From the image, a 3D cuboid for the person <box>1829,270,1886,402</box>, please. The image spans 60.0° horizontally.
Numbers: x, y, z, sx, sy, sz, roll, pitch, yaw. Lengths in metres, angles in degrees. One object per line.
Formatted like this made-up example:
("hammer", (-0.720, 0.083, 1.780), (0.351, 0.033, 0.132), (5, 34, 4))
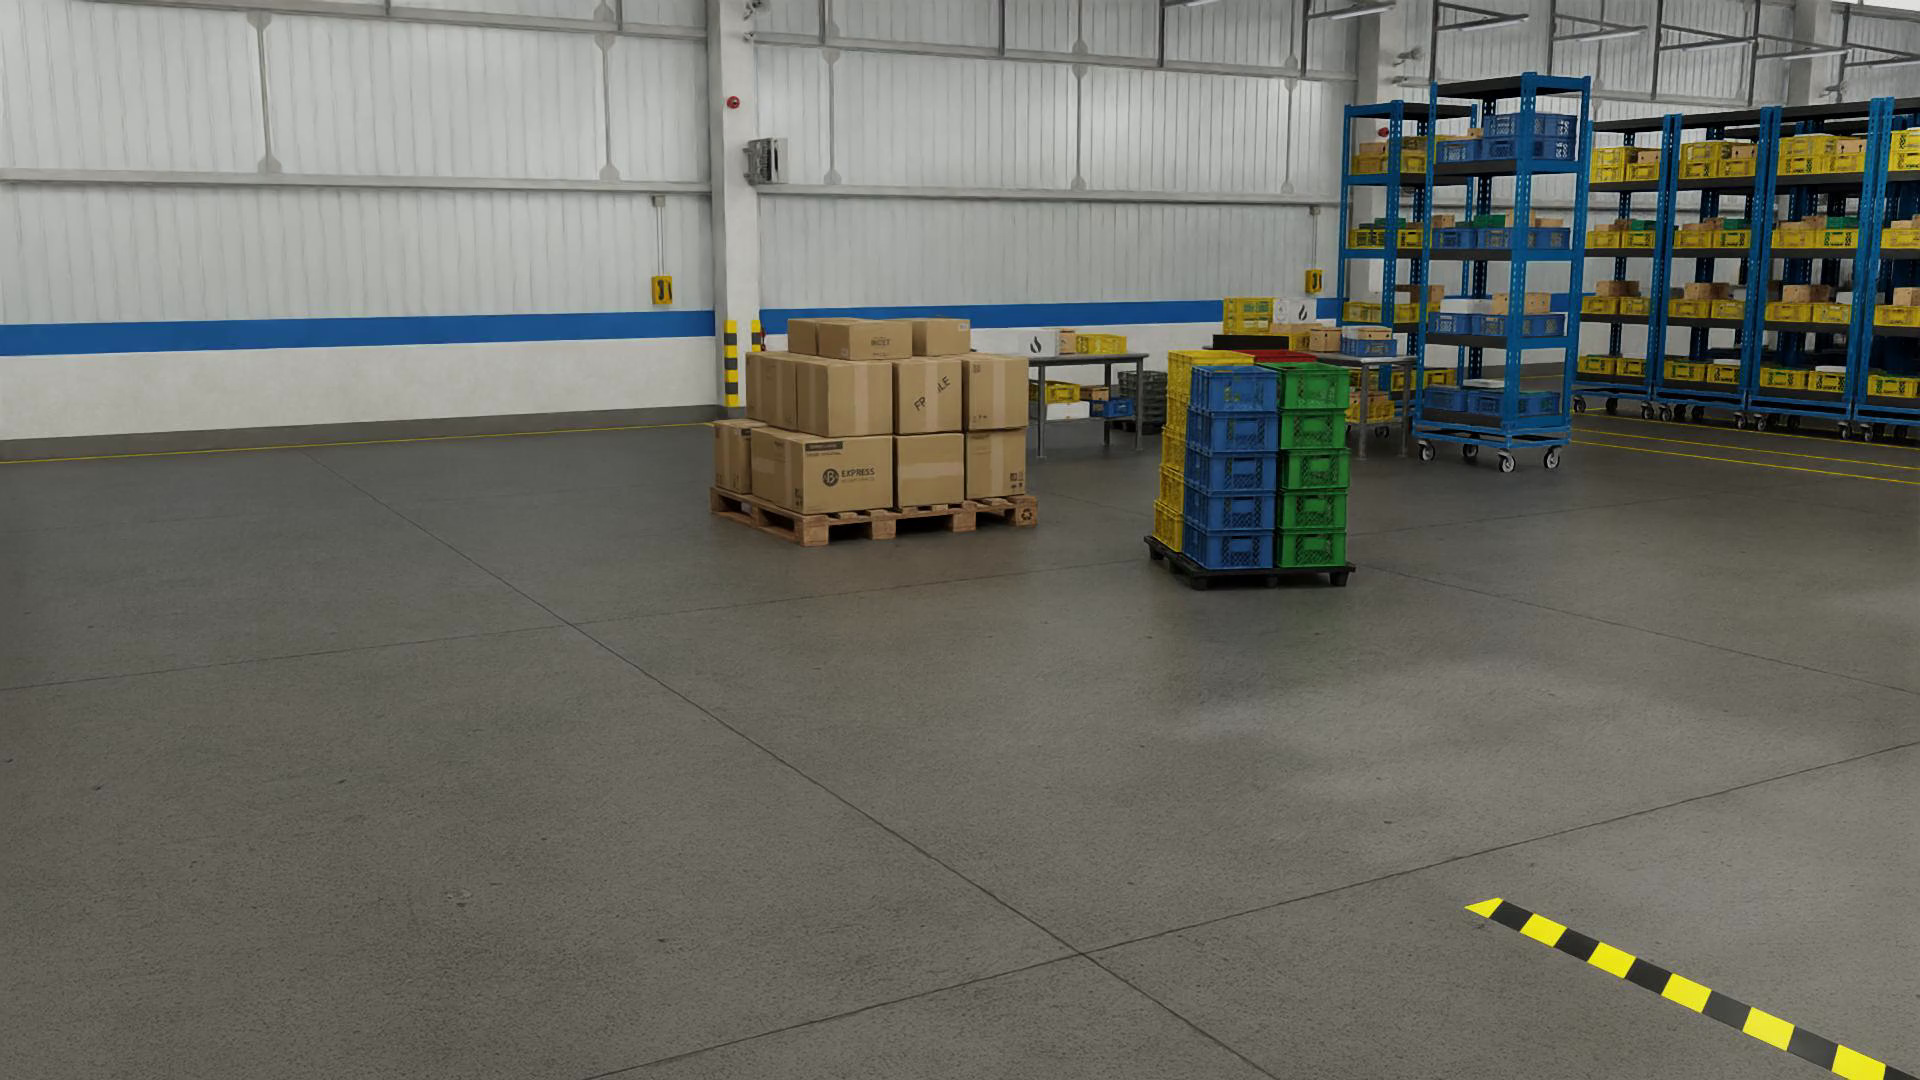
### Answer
("person", (11.683, -2.632, 21.658), (0.581, 1.798, 0.967), (-9, 14, -42))
